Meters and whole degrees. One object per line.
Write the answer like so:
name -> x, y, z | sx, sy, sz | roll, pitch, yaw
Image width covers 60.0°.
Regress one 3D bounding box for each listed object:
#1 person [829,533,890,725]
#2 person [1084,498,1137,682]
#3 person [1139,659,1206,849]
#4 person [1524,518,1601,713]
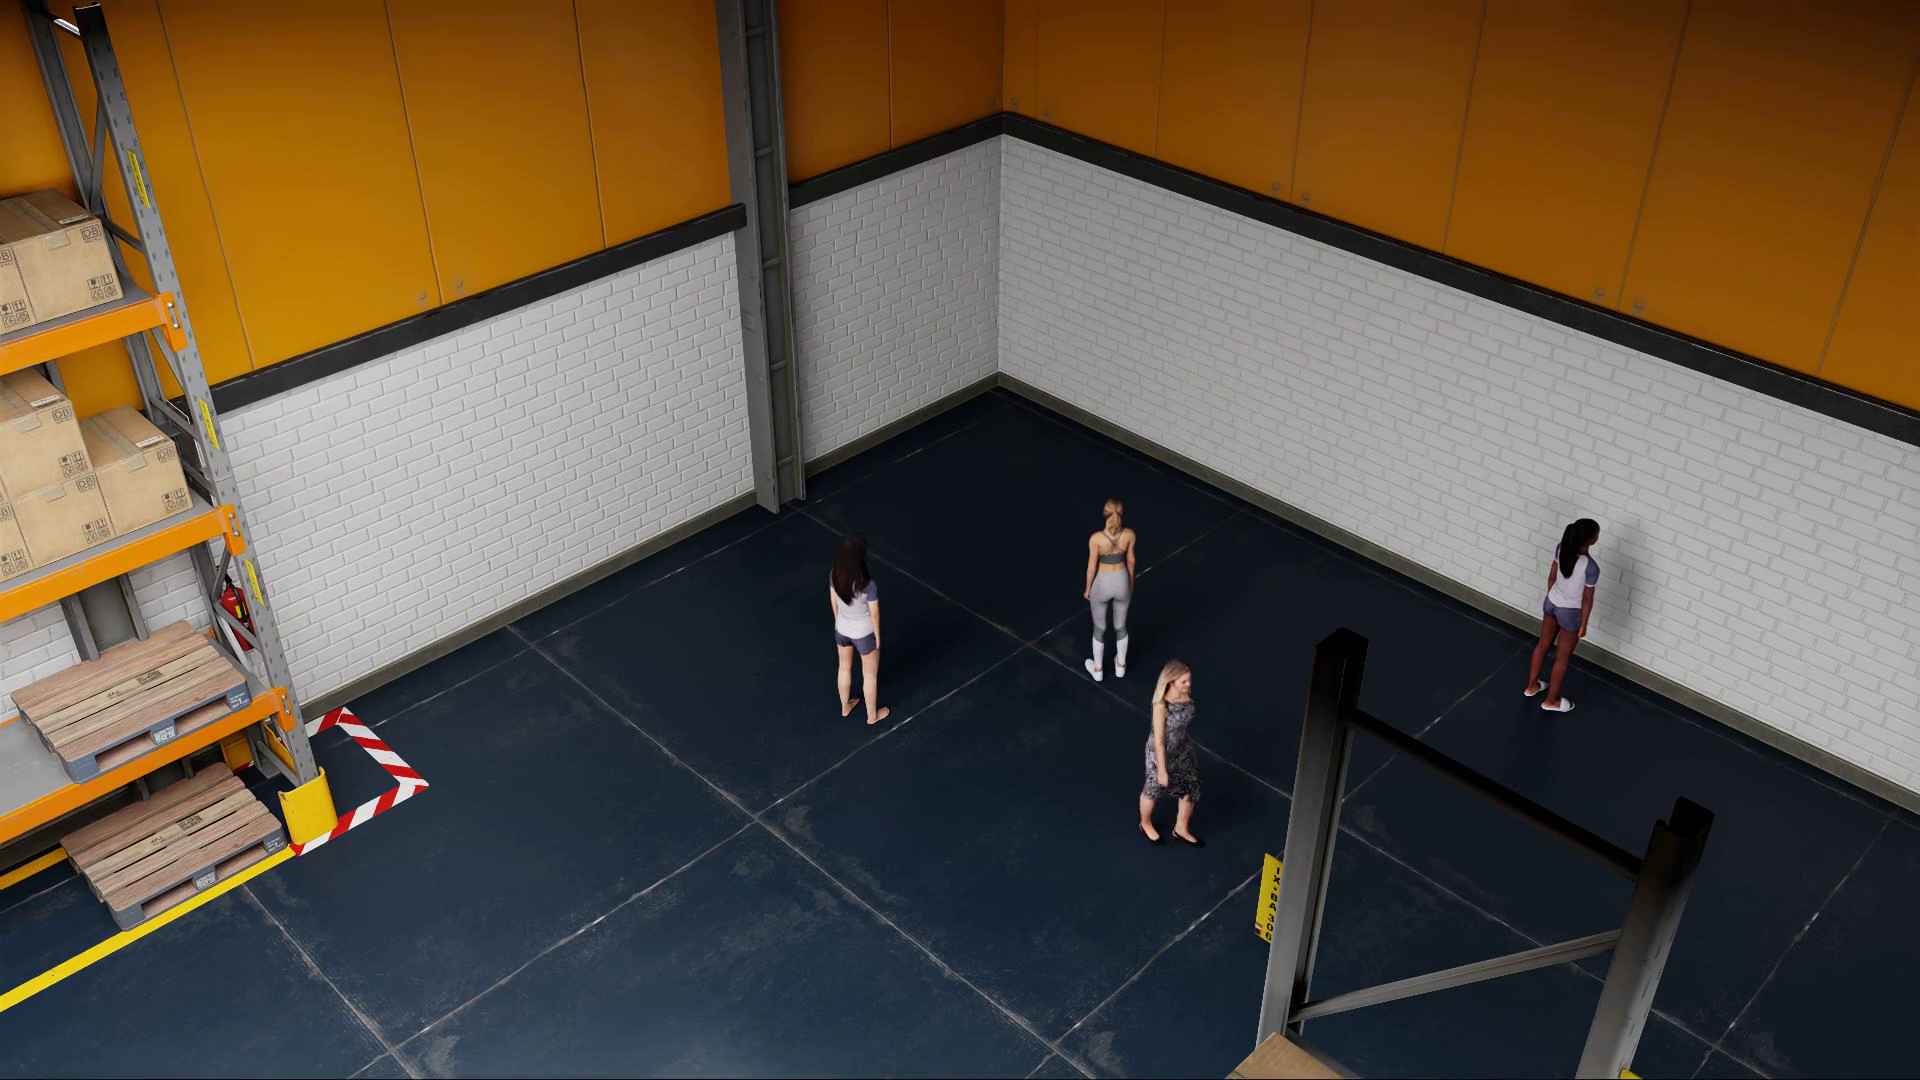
person -> -0.804, 0.685, 12.915 | 0.639, 1.707, 0.598 | 19, 38, 26
person -> 1.210, 0.392, 13.359 | 0.641, 1.702, 0.724 | -6, 34, -8
person -> 1.388, 1.471, 11.754 | 0.669, 1.683, 0.646 | 27, 42, 35
person -> 4.761, 0.562, 13.086 | 0.675, 1.721, 0.686 | -13, 36, -19
